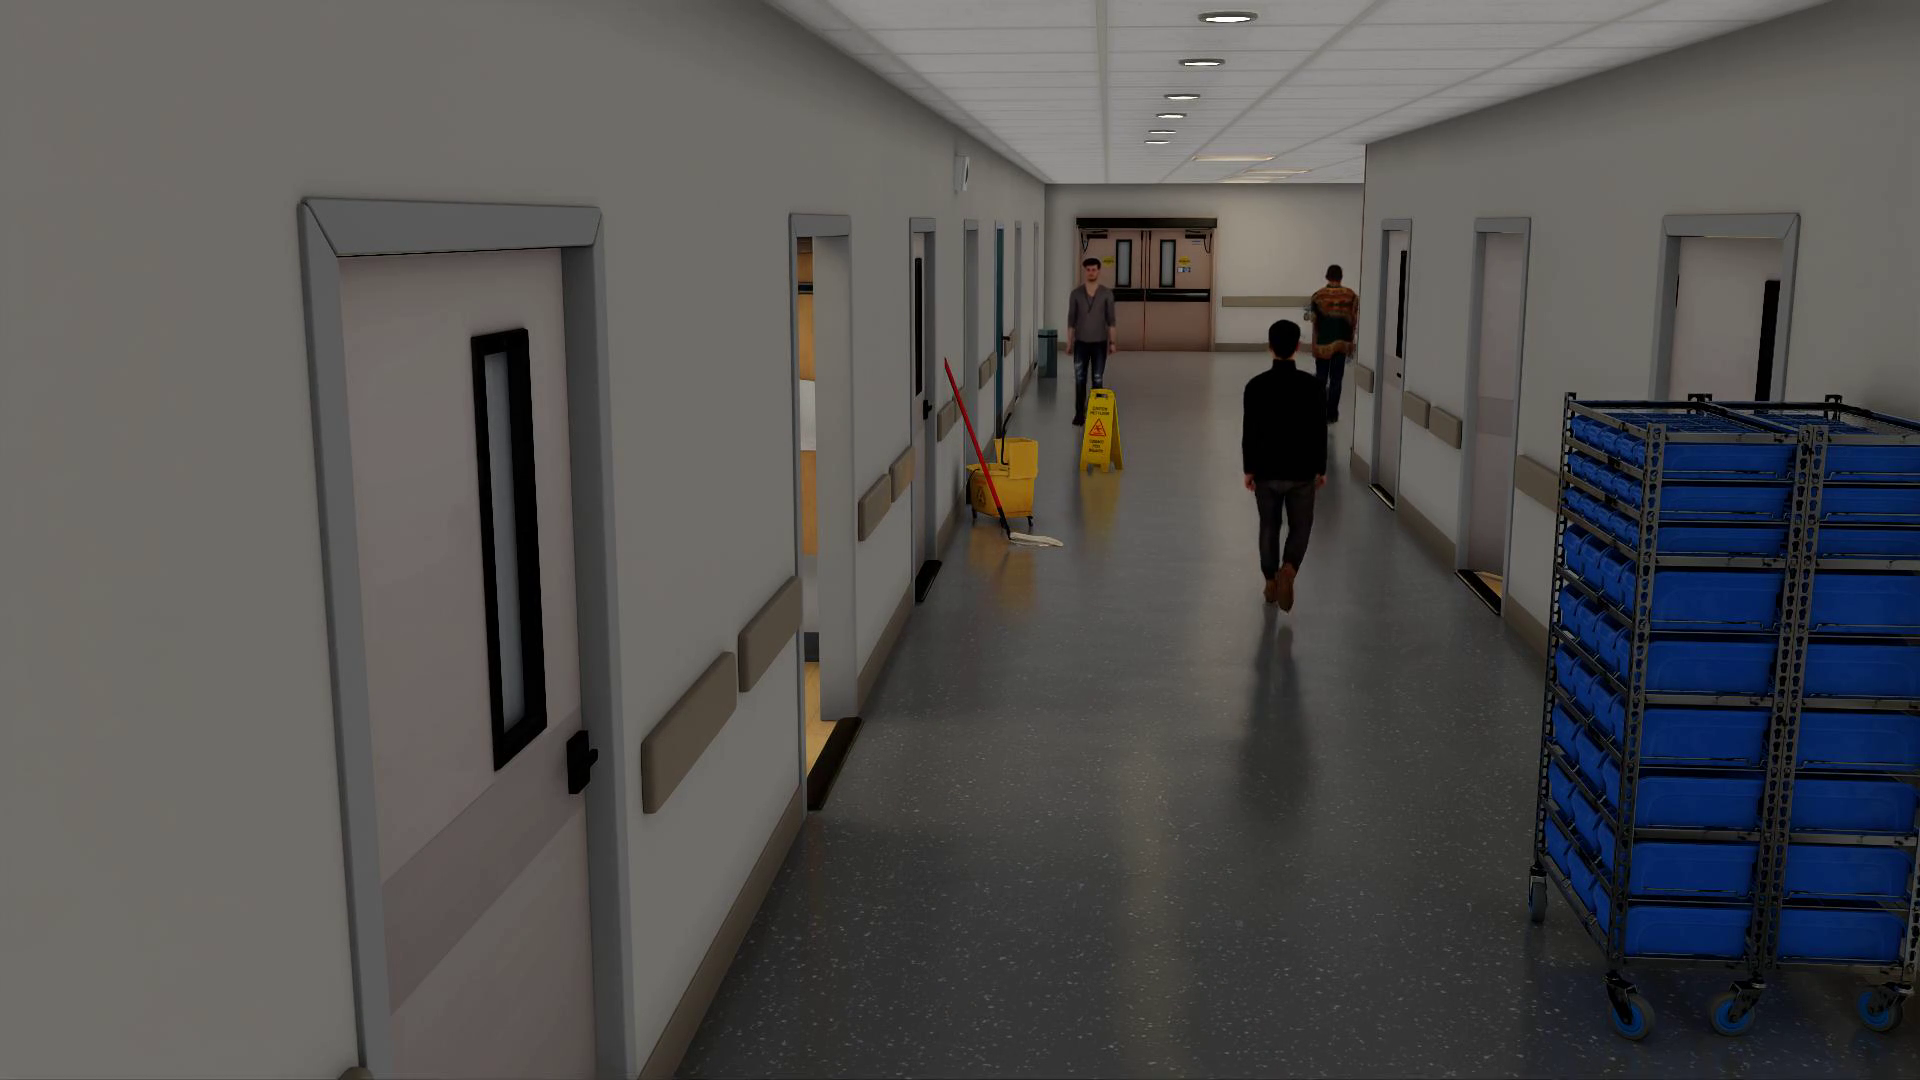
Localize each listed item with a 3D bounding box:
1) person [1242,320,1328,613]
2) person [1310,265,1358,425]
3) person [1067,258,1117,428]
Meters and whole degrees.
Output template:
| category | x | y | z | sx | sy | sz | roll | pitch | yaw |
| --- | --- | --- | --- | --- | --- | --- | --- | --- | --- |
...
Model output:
| category | x | y | z | sx | sy | sz | roll | pitch | yaw |
| --- | --- | --- | --- | --- | --- | --- | --- | --- | --- |
| person | 1.917 | -0.422 | 9.804 | 0.759 | 1.705 | 0.998 | 3 | 11 | 15 |
| person | 4.225 | -2.194 | 18.852 | 0.746 | 1.772 | 1.064 | 2 | 11 | 11 |
| person | 1.489 | -2.217 | 18.794 | 0.743 | 1.880 | 1.017 | 1 | 11 | 8 |
